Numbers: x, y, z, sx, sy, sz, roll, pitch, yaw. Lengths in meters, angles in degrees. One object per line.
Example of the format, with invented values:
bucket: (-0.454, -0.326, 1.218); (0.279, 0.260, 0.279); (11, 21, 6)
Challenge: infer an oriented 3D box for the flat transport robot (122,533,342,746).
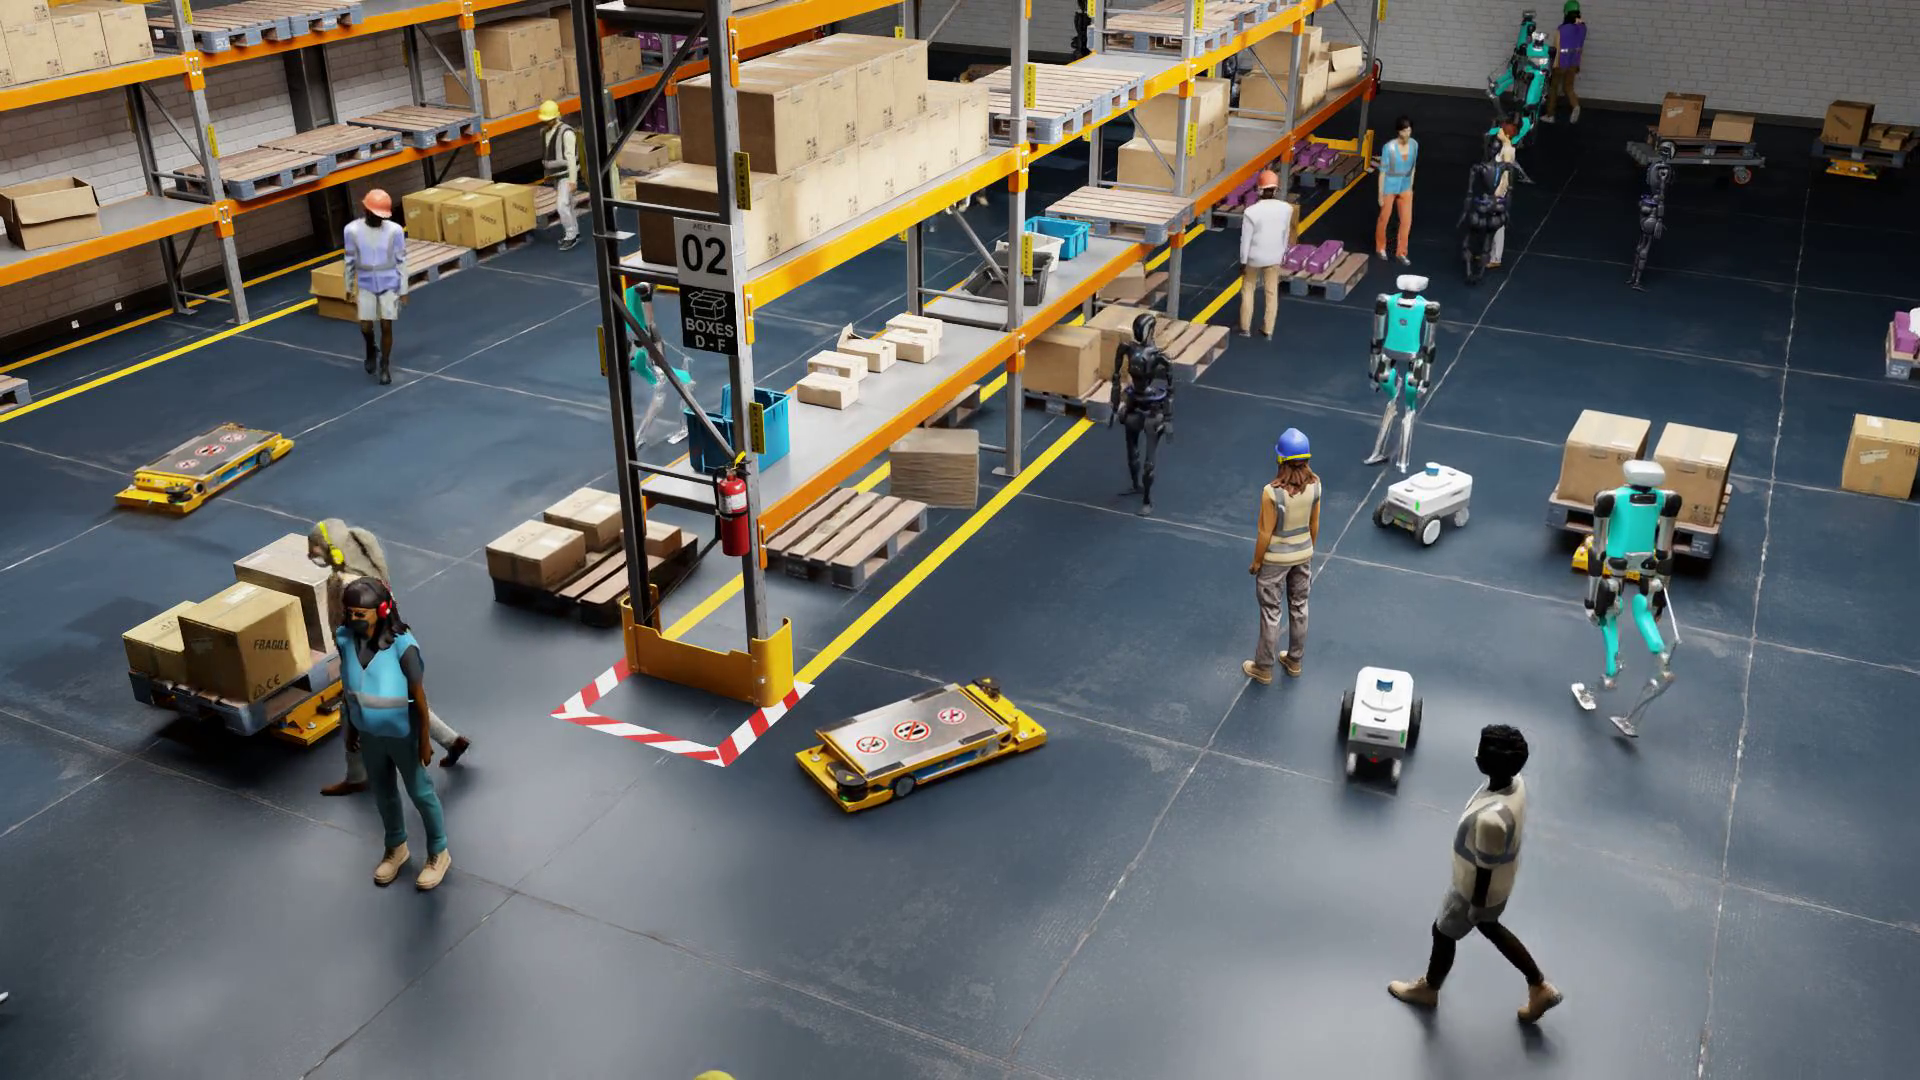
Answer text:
flat transport robot: (-4.555, 0.952, 10.855); (1.431, 0.231, 0.659); (12, 29, 23)

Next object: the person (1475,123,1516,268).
person: (6.240, -3.996, 19.278); (0.274, 1.660, 0.460); (5, 27, 10)

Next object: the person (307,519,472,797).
person: (-3.385, 0.664, 9.669); (0.847, 1.840, 0.578); (-6, 27, -12)

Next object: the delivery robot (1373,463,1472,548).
delivery robot: (3.669, -0.301, 13.085); (0.815, 0.614, 0.499); (-18, 32, -33)

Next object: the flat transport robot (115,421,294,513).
flat transport robot: (-6.355, -0.626, 14.042); (0.659, 0.231, 1.431); (7, 27, 15)

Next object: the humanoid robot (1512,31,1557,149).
humanoid robot: (8.401, -6.527, 24.432); (0.542, 1.901, 0.729); (11, 28, 21)

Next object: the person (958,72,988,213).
person: (0.139, -5.183, 21.528); (0.521, 1.808, 0.695); (4, 27, 7)

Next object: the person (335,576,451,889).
person: (-3.050, 1.025, 8.923); (0.505, 1.860, 0.389); (8, 27, 16)

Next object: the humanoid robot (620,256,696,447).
humanoid robot: (-2.608, -1.664, 14.483); (0.536, 1.762, 0.777); (22, 34, 37)

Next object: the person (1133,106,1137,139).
person: (2.677, -6.564, 24.279); (0.362, 1.830, 0.514); (-21, 33, -35)

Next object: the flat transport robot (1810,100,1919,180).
flat transport robot: (12.852, -5.382, 23.649); (0.659, 0.231, 1.431); (19, 32, 34)

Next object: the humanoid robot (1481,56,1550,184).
humanoid robot: (7.546, -5.792, 22.879); (0.532, 1.771, 1.019); (-23, 34, -38)

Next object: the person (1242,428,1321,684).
person: (2.115, 0.108, 10.858); (0.462, 1.778, 0.305); (-11, 28, -21)

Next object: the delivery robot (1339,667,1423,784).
delivery robot: (2.592, 1.100, 10.254); (0.499, 0.612, 0.816); (8, 27, 15)

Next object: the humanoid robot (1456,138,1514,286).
humanoid robot: (5.883, -3.670, 18.599); (0.606, 1.651, 0.317); (-5, 27, -10)

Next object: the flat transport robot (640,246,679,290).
flat transport robot: (-2.946, -3.169, 19.180); (0.659, 0.231, 1.431); (5, 27, 10)

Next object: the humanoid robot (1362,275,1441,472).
humanoid robot: (3.730, -1.429, 13.973); (0.533, 1.765, 0.696); (12, 29, 23)

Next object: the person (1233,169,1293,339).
person: (3.080, -2.929, 17.041); (0.577, 1.742, 0.484); (-7, 27, -14)

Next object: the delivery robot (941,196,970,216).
delivery robot: (-0.205, -4.540, 21.647); (0.499, 0.614, 0.817); (17, 31, 30)

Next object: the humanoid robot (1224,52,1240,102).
humanoid robot: (4.074, -6.962, 25.249); (0.373, 1.645, 0.602); (-12, 29, -23)

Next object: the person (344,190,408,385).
person: (-5.535, -2.407, 15.814); (0.616, 1.888, 0.493); (-7, 27, -14)

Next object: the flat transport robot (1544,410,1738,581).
flat transport robot: (5.238, -0.075, 12.929); (0.659, 0.231, 1.431); (14, 29, 26)

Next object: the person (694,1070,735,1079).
person: (-0.861, 2.533, 5.992); (0.532, 1.743, 0.615); (-2, 26, -3)

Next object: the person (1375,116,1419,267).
person: (5.086, -4.045, 19.296); (0.517, 1.730, 0.761); (-6, 27, -11)

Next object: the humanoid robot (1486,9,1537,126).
humanoid robot: (8.538, -7.368, 25.983); (0.705, 1.773, 0.534); (3, 26, 5)

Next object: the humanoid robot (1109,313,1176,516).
humanoid robot: (1.471, -1.022, 13.255); (0.601, 1.650, 0.409); (18, 32, 32)

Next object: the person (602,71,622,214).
person: (-4.553, -5.114, 21.330); (0.382, 1.844, 0.569); (2, 26, 4)

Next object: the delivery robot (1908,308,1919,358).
delivery robot: (9.642, -2.052, 16.583); (0.499, 0.578, 0.764); (12, 29, 23)

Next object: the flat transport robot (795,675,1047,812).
flat transport robot: (-0.233, 1.241, 10.271); (1.431, 0.231, 0.659); (-16, 30, -29)

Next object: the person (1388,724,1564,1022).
person: (2.554, 1.614, 7.935); (0.753, 1.667, 0.534); (14, 30, 26)

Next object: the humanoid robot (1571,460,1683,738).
humanoid robot: (4.158, 0.465, 10.216); (0.533, 1.764, 0.892); (0, 26, 0)

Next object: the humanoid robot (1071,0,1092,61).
humanoid robot: (2.013, -8.207, 27.774); (0.352, 1.646, 0.586); (6, 27, 12)

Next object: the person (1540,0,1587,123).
person: (9.490, -7.444, 25.983); (0.559, 1.900, 0.685); (-7, 27, -14)

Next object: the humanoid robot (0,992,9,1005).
humanoid robot: (-5.017, 1.643, 7.848); (1.009, 1.736, 0.545); (-1, 26, -3)

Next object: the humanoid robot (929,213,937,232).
humanoid robot: (-0.478, -4.617, 20.434); (0.533, 1.755, 0.705); (-4, 27, -8)

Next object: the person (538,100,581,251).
person: (-4.757, -4.357, 19.861); (0.670, 1.795, 0.609); (21, 33, 36)

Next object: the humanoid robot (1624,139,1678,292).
humanoid robot: (7.708, -3.625, 18.496); (0.315, 1.657, 0.599); (7, 27, 13)
